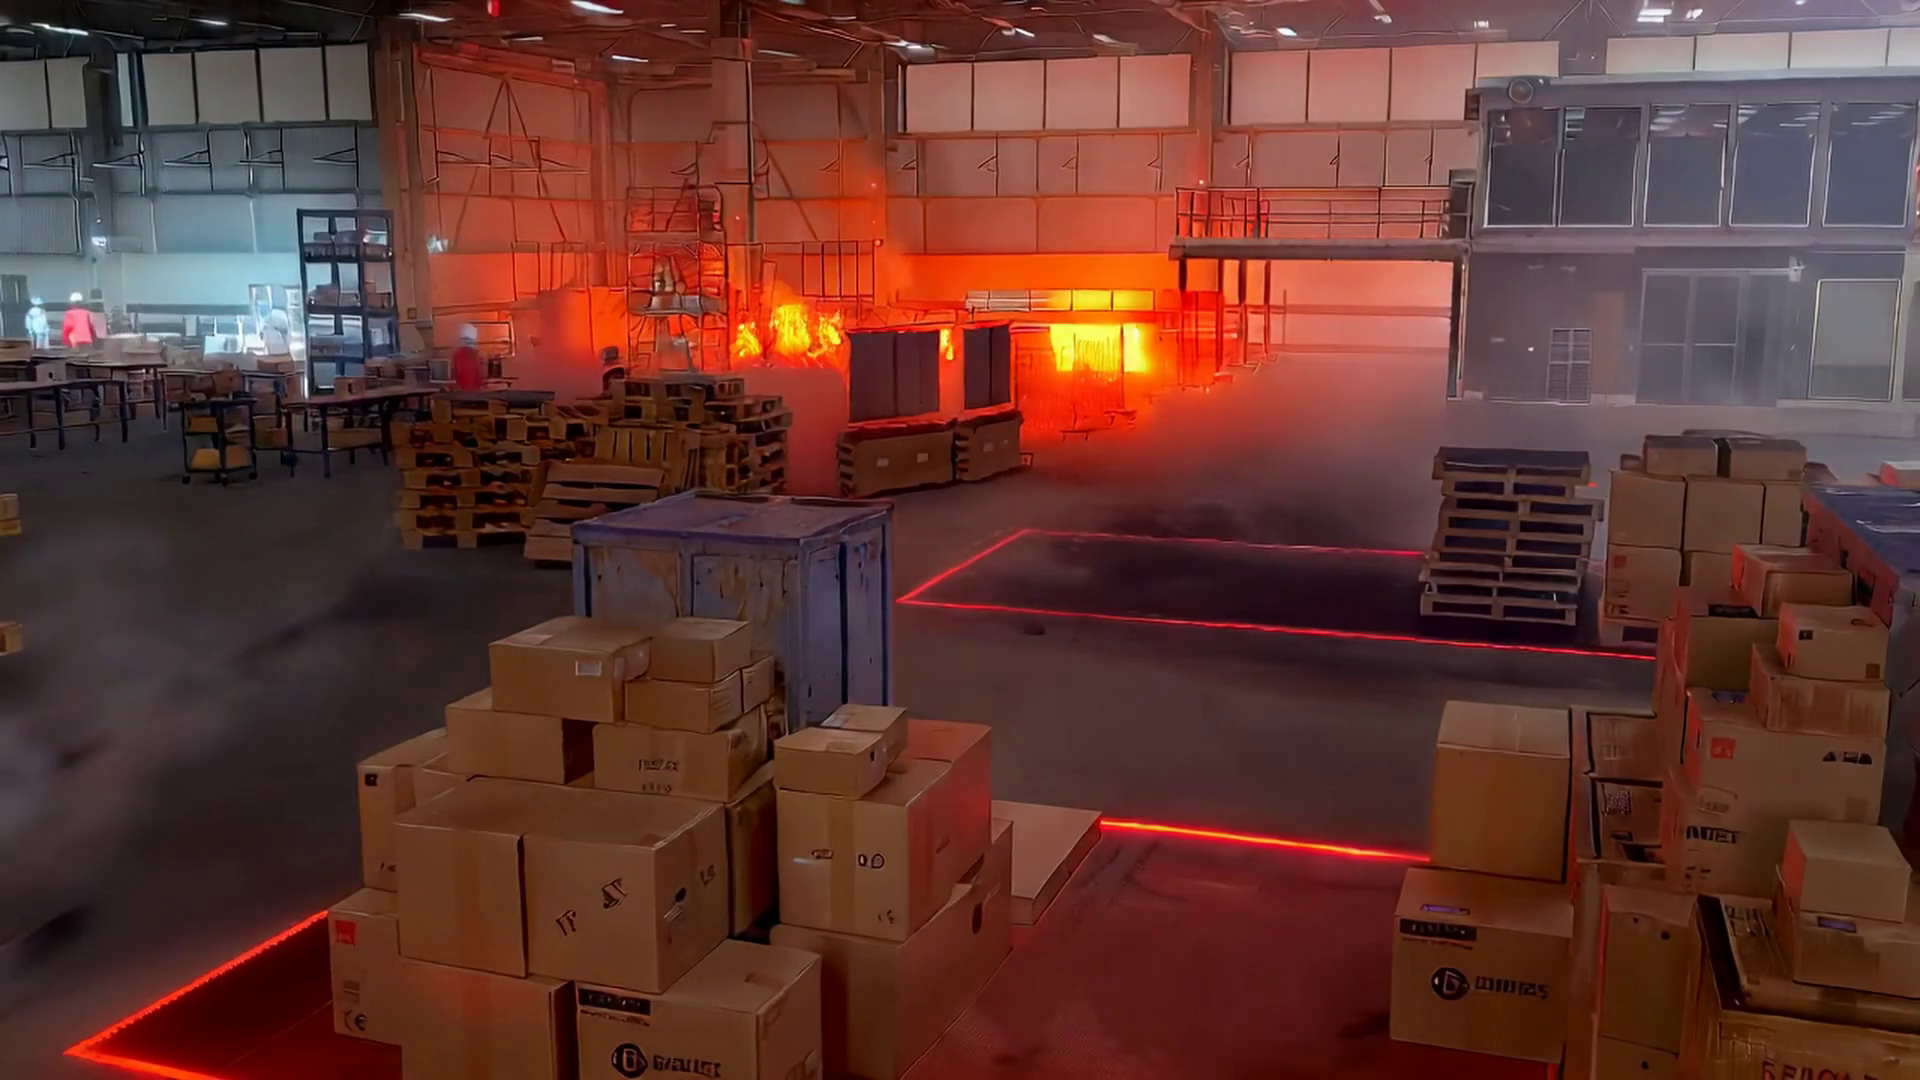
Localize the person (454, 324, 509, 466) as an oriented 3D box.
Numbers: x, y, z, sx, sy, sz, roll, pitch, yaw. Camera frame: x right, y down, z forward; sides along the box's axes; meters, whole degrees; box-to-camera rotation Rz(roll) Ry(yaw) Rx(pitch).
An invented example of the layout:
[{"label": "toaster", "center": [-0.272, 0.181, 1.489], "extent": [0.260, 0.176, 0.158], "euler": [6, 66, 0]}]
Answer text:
[{"label": "person", "center": [-6.465, -1.917, 22.444], "extent": [0.647, 1.959, 0.905], "euler": [8, 13, 39]}]

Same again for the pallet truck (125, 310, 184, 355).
[{"label": "pallet truck", "center": [-22.038, -5.665, 45.457], "extent": [0.704, 1.261, 1.522], "euler": [3, 11, 17]}]

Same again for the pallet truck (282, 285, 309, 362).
[{"label": "pallet truck", "center": [-17.147, -5.700, 43.663], "extent": [0.823, 1.965, 1.885], "euler": [3, 11, 17]}]

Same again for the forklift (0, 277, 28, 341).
[{"label": "forklift", "center": [-27.151, -6.329, 46.328], "extent": [1.157, 1.987, 2.680], "euler": [3, 11, 17]}]

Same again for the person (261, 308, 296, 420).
[{"label": "person", "center": [-11.883, -3.066, 28.994], "extent": [0.353, 1.939, 0.544], "euler": [4, 11, 20]}]

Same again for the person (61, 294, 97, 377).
[{"label": "person", "center": [-18.892, -4.274, 35.640], "extent": [1.036, 1.986, 0.632], "euler": [7, 12, 33]}]

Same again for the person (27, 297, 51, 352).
[{"label": "person", "center": [-22.687, -5.105, 40.981], "extent": [0.328, 1.761, 0.523], "euler": [6, 12, 30]}]

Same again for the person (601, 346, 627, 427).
[{"label": "person", "center": [-4.448, -1.619, 21.389], "extent": [0.289, 1.746, 0.486], "euler": [3, 11, 16]}]

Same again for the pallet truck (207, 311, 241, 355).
[{"label": "pallet truck", "center": [-19.537, -5.575, 44.913], "extent": [0.653, 1.274, 1.630], "euler": [3, 11, 19]}]

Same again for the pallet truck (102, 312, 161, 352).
[{"label": "pallet truck", "center": [-23.057, -5.777, 46.261], "extent": [0.680, 1.201, 1.601], "euler": [3, 11, 19]}]

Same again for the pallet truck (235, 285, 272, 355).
[{"label": "pallet truck", "center": [-18.327, -5.835, 44.421], "extent": [0.823, 1.965, 1.885], "euler": [4, 11, 23]}]
